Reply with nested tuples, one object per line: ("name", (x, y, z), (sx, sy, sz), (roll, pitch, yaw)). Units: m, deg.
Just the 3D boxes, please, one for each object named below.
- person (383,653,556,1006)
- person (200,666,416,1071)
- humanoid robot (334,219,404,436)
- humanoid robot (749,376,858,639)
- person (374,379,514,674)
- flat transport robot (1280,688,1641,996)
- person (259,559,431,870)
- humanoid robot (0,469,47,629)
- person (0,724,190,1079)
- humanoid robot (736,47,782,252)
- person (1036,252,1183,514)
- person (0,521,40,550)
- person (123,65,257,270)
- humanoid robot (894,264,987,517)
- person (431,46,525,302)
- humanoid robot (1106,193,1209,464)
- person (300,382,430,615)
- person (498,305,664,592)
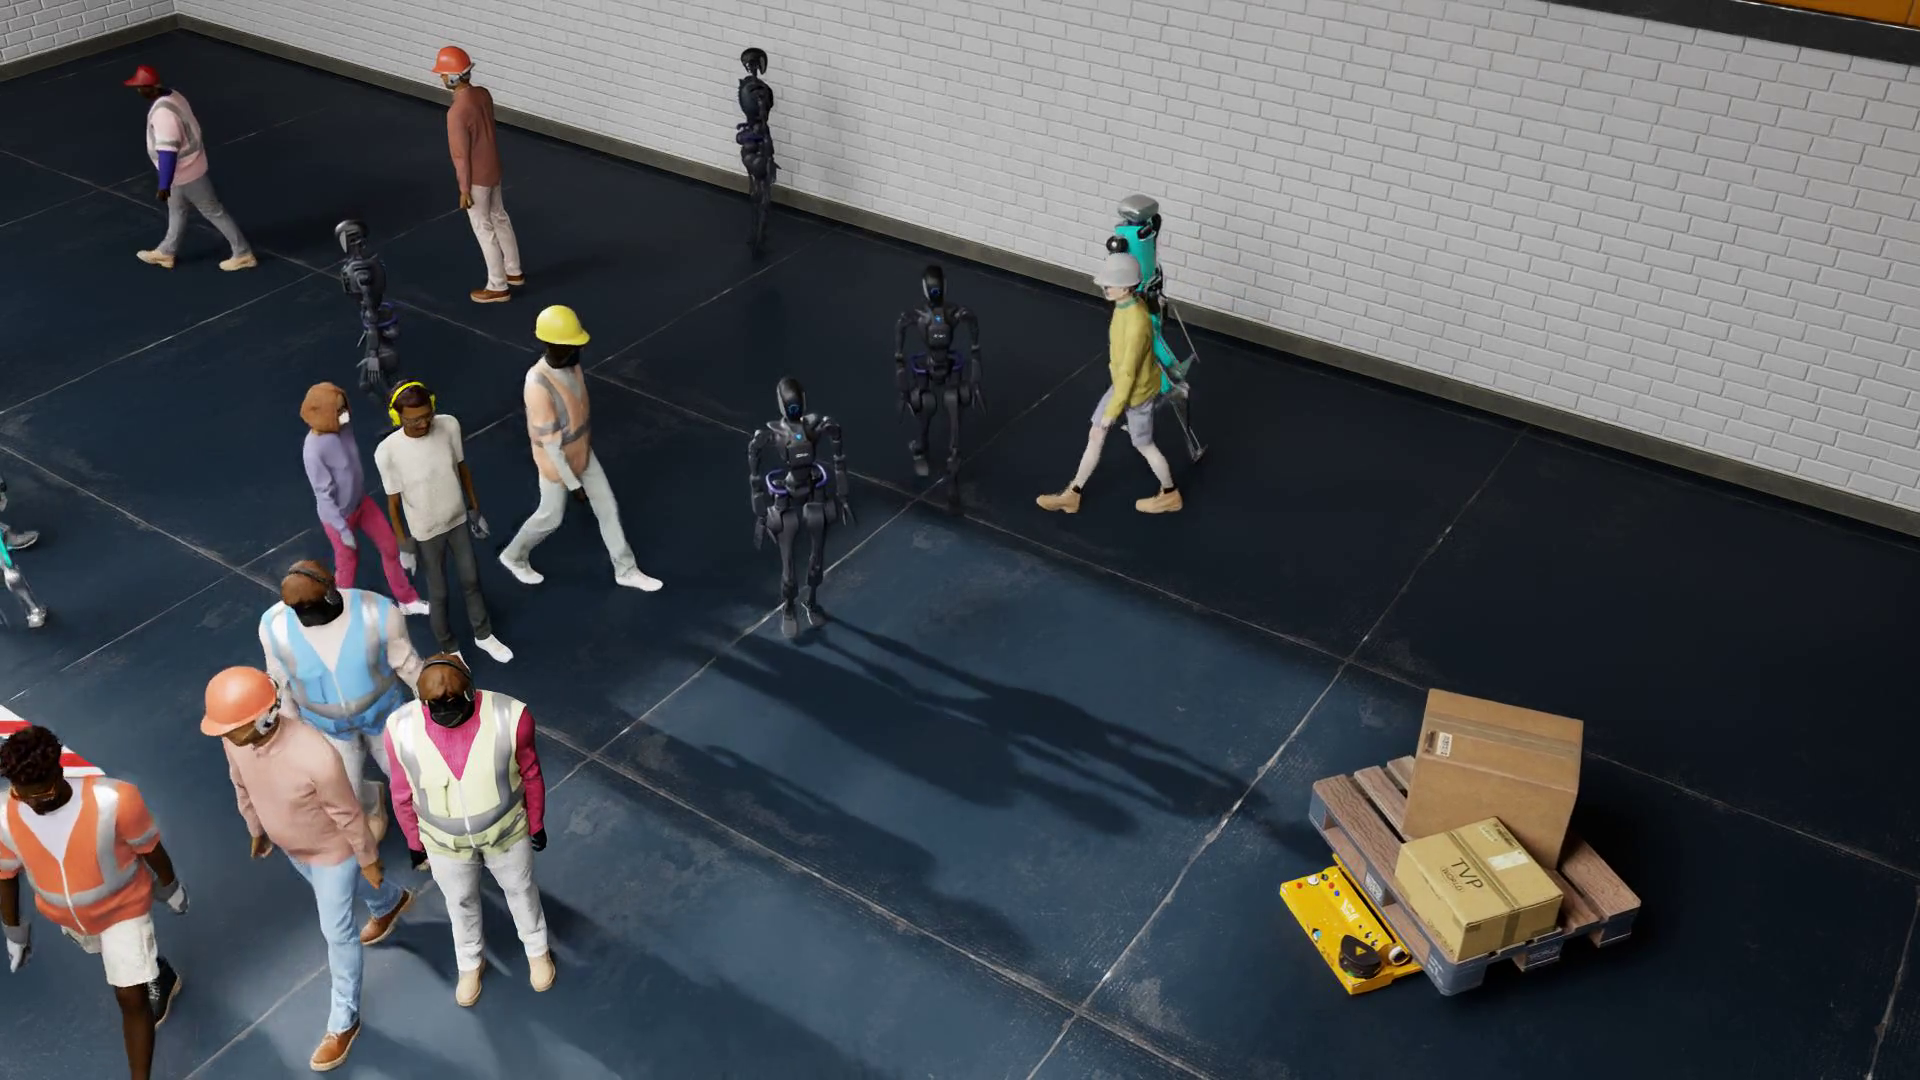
("person", (-2.069, 1.240, 7.121), (0.626, 1.844, 0.429), (-8, 36, -11))
("person", (-2.723, 1.228, 7.053), (0.647, 1.959, 0.894), (14, 37, 20))
("humanoid robot", (-3.829, -1.323, 10.928), (0.366, 1.649, 0.589), (-14, 37, -19))
("humanoid robot", (-0.877, -0.194, 9.317), (0.596, 1.648, 0.363), (-12, 37, -16))
("person", (-2.788, -0.054, 8.962), (0.353, 1.857, 0.516), (28, 44, 34))
("flat transport robot", (2.312, 1.669, 7.878), (1.431, 0.231, 0.659), (-12, 37, -16))
("person", (-2.786, 0.817, 7.754), (0.731, 1.819, 0.436), (-10, 36, -15))
("humanoid robot", (-5.528, -0.152, 9.230), (0.531, 1.817, 0.723), (-23, 41, -29))
("person", (-3.512, 1.514, 6.674), (0.643, 1.895, 1.042), (-3, 35, -5))
("humanoid robot", (-1.644, -3.202, 13.607), (0.327, 1.660, 0.591), (-13, 37, -18))
("person", (1.003, -0.922, 10.222), (0.924, 1.838, 0.476), (-5, 35, -7))
("person", (-6.277, -0.757, 9.923), (1.021, 1.893, 0.501), (-1, 35, -2))
("person", (-6.225, -2.923, 13.191), (0.926, 1.699, 0.643), (-11, 36, -15))
("humanoid robot", (-0.128, -0.995, 10.478), (0.587, 1.636, 0.649), (-6, 35, -8))
("person", (-3.718, -2.811, 12.785), (0.398, 1.986, 0.608), (6, 35, 8))
("humanoid robot", (1.398, -1.319, 10.915), (0.904, 1.817, 0.549), (22, 41, 28))
("person", (-3.325, -0.156, 9.314), (0.651, 1.608, 0.519), (6, 35, 9))
("person", (-2.319, -0.507, 9.585), (0.973, 1.877, 0.584), (9, 36, 12))
